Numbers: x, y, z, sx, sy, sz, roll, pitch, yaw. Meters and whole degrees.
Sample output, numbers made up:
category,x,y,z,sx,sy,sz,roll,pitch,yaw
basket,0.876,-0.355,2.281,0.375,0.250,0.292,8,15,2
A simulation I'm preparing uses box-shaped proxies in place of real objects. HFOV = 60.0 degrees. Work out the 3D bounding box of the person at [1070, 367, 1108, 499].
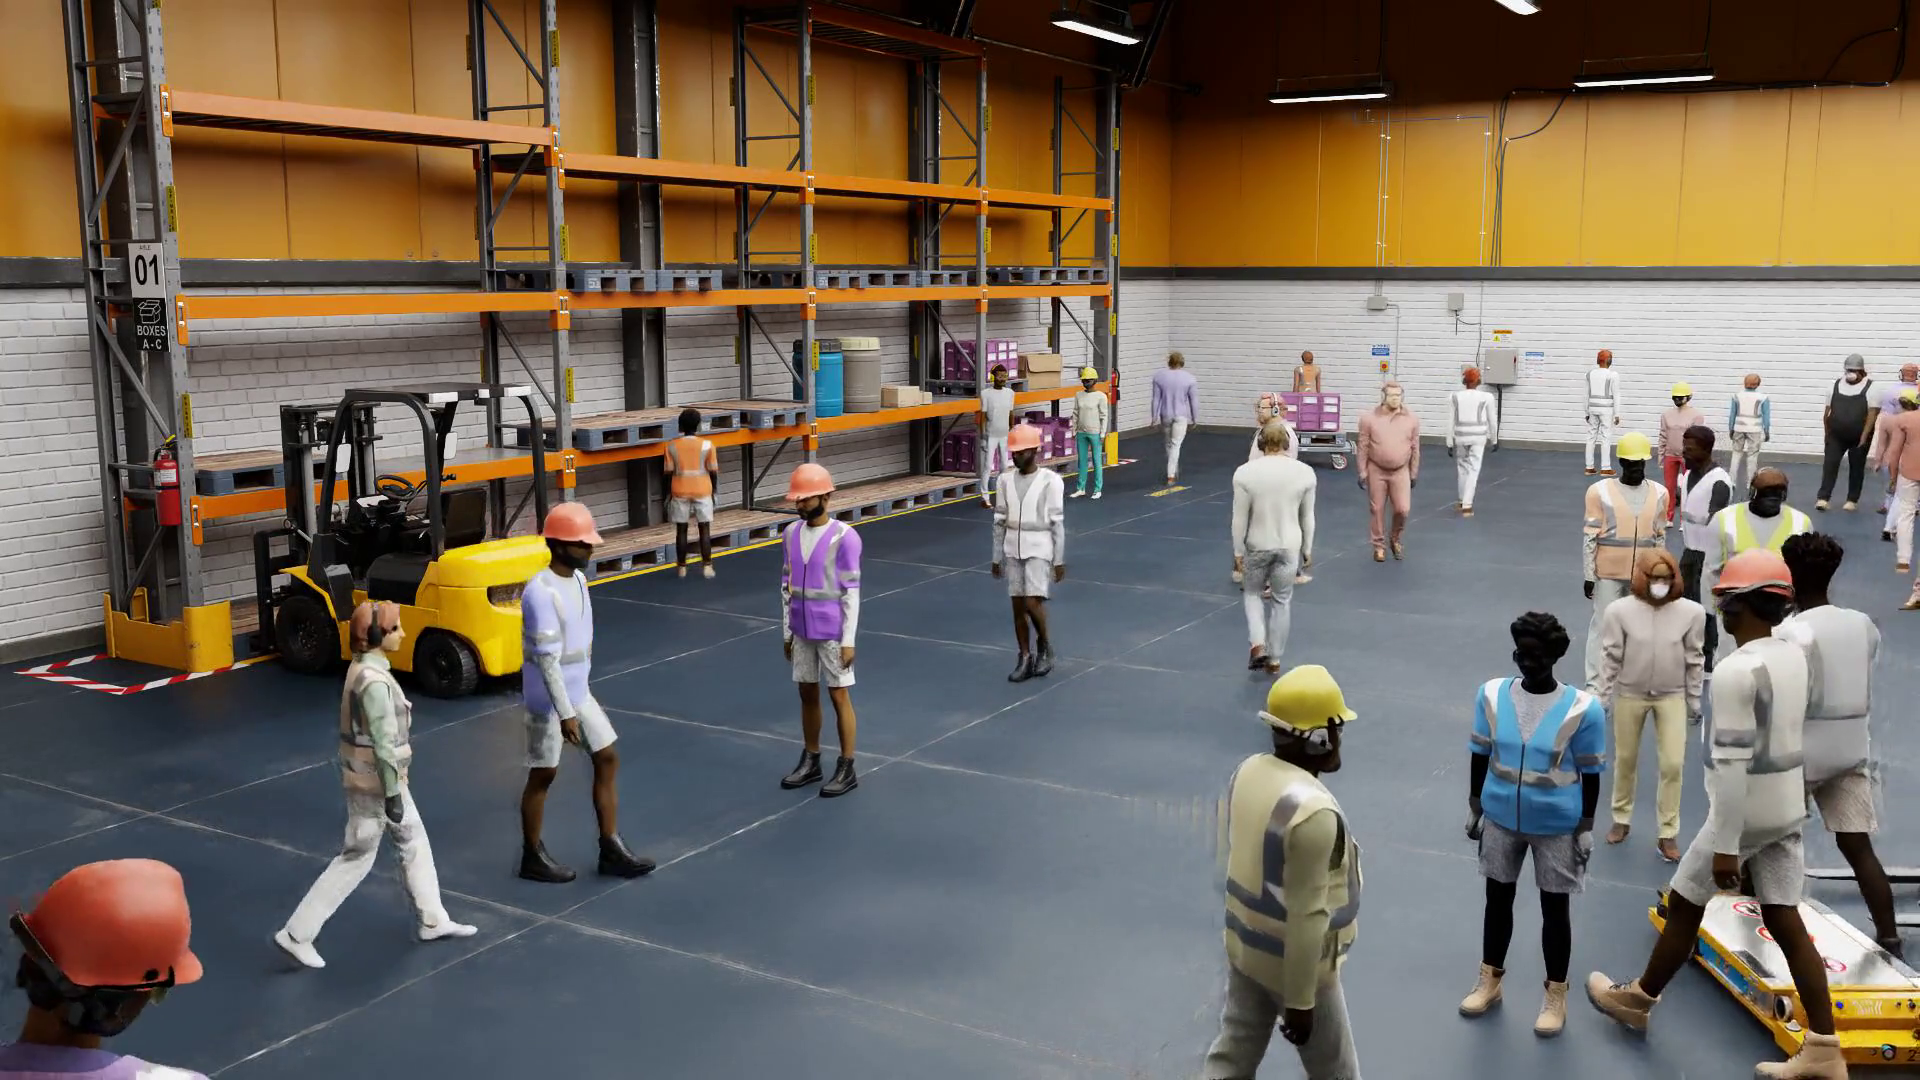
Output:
category,x,y,z,sx,sy,sz,roll,pitch,yaw
person,1.722,-1.427,22.238,0.524,1.769,0.316,7,11,36

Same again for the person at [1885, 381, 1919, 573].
category,x,y,z,sx,sy,sz,roll,pitch,yaw
person,9.672,-0.636,16.698,0.646,1.986,0.551,5,10,27

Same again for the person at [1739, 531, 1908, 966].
category,x,y,z,sx,sy,sz,roll,pitch,yaw
person,3.708,0.923,7.147,0.591,1.918,1.022,-3,10,-17

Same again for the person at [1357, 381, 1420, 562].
category,x,y,z,sx,sy,sz,roll,pitch,yaw
person,4.455,-0.702,17.317,0.649,1.893,0.446,1,9,8

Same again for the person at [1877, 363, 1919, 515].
category,x,y,z,sx,sy,sz,roll,pitch,yaw
person,11.762,-1.253,20.720,0.652,1.904,0.403,0,9,2

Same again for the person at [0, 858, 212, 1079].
category,x,y,z,sx,sy,sz,roll,pitch,yaw
person,-1.634,1.556,2.929,0.733,1.989,0.521,-1,9,-9

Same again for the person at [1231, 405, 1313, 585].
category,x,y,z,sx,sy,sz,roll,pitch,yaw
person,3.017,-0.440,16.012,0.789,1.793,0.551,0,9,-1

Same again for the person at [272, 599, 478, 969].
category,x,y,z,sx,sy,sz,roll,pitch,yaw
person,-2.598,1.056,7.252,0.823,1.607,0.528,-4,10,-21

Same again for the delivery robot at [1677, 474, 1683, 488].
category,x,y,z,sx,sy,sz,roll,pitch,yaw
delivery robot,9.449,-0.708,21.226,0.477,0.478,0.707,0,9,0

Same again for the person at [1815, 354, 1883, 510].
category,x,y,z,sx,sy,sz,roll,pitch,yaw
person,11.170,-1.355,20.931,0.684,2.000,0.923,8,12,40

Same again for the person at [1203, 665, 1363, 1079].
category,x,y,z,sx,sy,sz,roll,pitch,yaw
person,1.108,1.277,5.237,0.886,1.796,0.615,-3,9,-16

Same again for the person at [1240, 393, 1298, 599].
category,x,y,z,sx,sy,sz,roll,pitch,yaw
person,2.869,-0.414,15.472,0.406,1.911,0.639,-2,9,-13

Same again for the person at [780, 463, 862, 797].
category,x,y,z,sx,sy,sz,roll,pitch,yaw
person,-0.823,0.514,9.600,0.544,1.936,0.368,6,11,32

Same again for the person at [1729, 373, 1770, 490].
category,x,y,z,sx,sy,sz,roll,pitch,yaw
person,10.977,-1.506,23.141,0.332,1.638,0.528,-9,12,-43

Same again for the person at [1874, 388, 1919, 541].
category,x,y,z,sx,sy,sz,roll,pitch,yaw
person,10.655,-0.857,18.850,0.886,1.725,0.531,-9,13,-44

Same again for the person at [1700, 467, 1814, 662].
category,x,y,z,sx,sy,sz,roll,pitch,yaw
person,4.929,0.461,10.317,0.636,1.812,0.792,4,10,22

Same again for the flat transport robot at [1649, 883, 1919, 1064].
category,x,y,z,sx,sy,sz,roll,pitch,yaw
flat transport robot,3.489,1.770,6.935,0.652,0.197,1.431,0,9,0

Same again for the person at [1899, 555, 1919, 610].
category,x,y,z,sx,sy,sz,roll,pitch,yaw
person,8.872,-0.278,14.833,0.846,1.889,0.662,-4,10,-25

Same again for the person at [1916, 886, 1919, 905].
category,x,y,z,sx,sy,sz,roll,pitch,yaw
person,3.593,1.283,5.787,0.452,1.619,0.519,0,9,3

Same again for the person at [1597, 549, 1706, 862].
category,x,y,z,sx,sy,sz,roll,pitch,yaw
person,3.566,0.841,8.594,0.523,1.603,0.561,3,9,16

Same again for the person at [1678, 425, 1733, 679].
category,x,y,z,sx,sy,sz,roll,pitch,yaw
person,5.514,0.098,12.303,0.458,1.898,0.633,0,9,-1

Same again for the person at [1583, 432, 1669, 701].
category,x,y,z,sx,sy,sz,roll,pitch,yaw
person,4.591,0.216,11.482,0.585,1.928,0.368,-1,9,-4

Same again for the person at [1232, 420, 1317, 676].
category,x,y,z,sx,sy,sz,roll,pitch,yaw
person,2.337,0.066,12.431,0.629,1.919,0.436,1,9,5

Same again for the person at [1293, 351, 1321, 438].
category,x,y,z,sx,sy,sz,roll,pitch,yaw
person,6.176,-2.547,29.623,0.514,1.641,0.307,-2,9,-11

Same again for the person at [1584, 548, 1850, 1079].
category,x,y,z,sx,sy,sz,roll,pitch,yaw
person,2.937,1.026,6.265,0.638,1.979,1.046,-7,11,-37

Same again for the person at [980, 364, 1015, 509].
category,x,y,z,sx,sy,sz,roll,pitch,yaw
person,0.482,-1.323,21.317,0.509,1.860,0.318,-5,10,-27

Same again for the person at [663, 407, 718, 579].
category,x,y,z,sx,sy,sz,roll,pitch,yaw
person,-2.644,-0.457,16.401,0.538,1.696,0.317,-1,9,-3

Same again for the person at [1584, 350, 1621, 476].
category,x,y,z,sx,sy,sz,roll,pitch,yaw
person,9.558,-1.888,24.756,0.355,1.883,0.576,-7,12,-38

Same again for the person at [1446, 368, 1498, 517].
category,x,y,z,sx,sy,sz,roll,pitch,yaw
person,6.403,-1.234,20.815,0.581,1.845,0.854,6,11,33

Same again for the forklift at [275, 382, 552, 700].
category,x,y,z,sx,sy,sz,roll,pitch,yaw
forklift,-3.974,-0.067,12.417,2.313,2.155,1.214,5,11,30

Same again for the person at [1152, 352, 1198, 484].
category,x,y,z,sx,sy,sz,roll,pitch,yaw
person,3.101,-1.759,23.943,0.646,1.884,1.047,3,10,20

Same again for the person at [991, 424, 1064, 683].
category,x,y,z,sx,sy,sz,roll,pitch,yaw
person,0.478,0.104,12.197,0.564,1.918,0.404,6,11,32

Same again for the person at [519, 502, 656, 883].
category,x,y,z,sx,sy,sz,roll,pitch,yaw
person,-1.847,0.770,8.113,0.808,1.904,0.551,3,10,17

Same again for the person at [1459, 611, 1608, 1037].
category,x,y,z,sx,sy,sz,roll,pitch,yaw
person,2.265,1.112,6.604,0.540,1.696,0.317,7,12,38

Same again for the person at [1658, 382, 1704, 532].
category,x,y,z,sx,sy,sz,roll,pitch,yaw
person,8.406,-0.975,19.449,0.351,1.756,0.518,-8,12,-41
